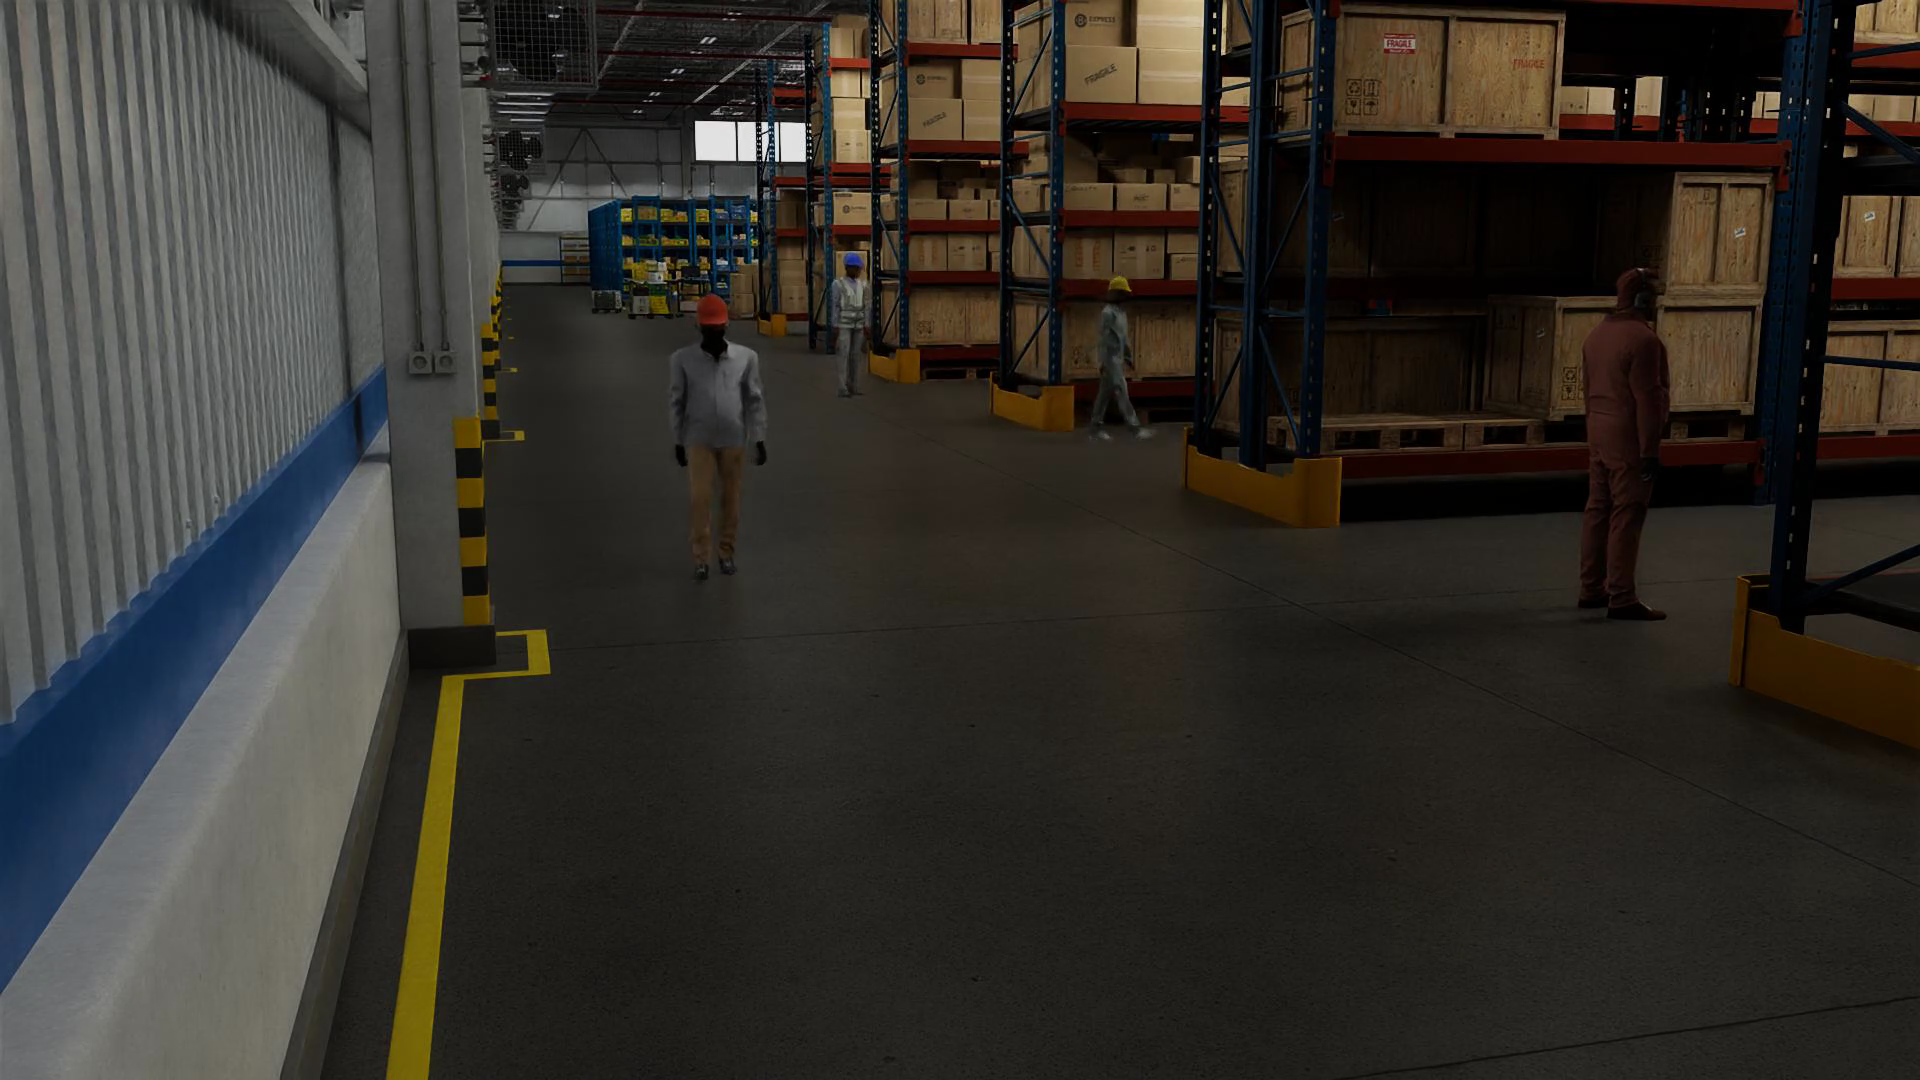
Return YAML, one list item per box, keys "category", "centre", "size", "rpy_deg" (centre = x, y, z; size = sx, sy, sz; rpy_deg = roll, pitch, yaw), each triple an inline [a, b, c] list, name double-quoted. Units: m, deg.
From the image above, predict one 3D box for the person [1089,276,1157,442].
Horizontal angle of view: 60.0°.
- category: "person"
  centre: [1.699, -1.858, 17.191]
  size: [0.849, 1.701, 0.508]
  rpy_deg: [5, 11, 24]

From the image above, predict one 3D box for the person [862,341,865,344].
- category: "person"
  centre: [-1.842, -5.003, 34.523]
  size: [0.996, 1.884, 0.547]
  rpy_deg: [-6, 12, -32]

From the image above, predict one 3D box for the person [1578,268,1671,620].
- category: "person"
  centre: [3.653, -0.522, 9.089]
  size: [0.408, 1.908, 0.646]
  rpy_deg: [-2, 10, -8]

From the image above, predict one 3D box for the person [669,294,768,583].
- category: "person"
  centre: [-1.453, -0.611, 10.088]
  size: [0.579, 1.727, 0.698]
  rpy_deg: [-3, 10, -15]

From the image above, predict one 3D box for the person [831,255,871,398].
- category: "person"
  centre: [-1.526, -2.882, 22.489]
  size: [0.531, 1.907, 0.668]
  rpy_deg: [9, 13, 42]
